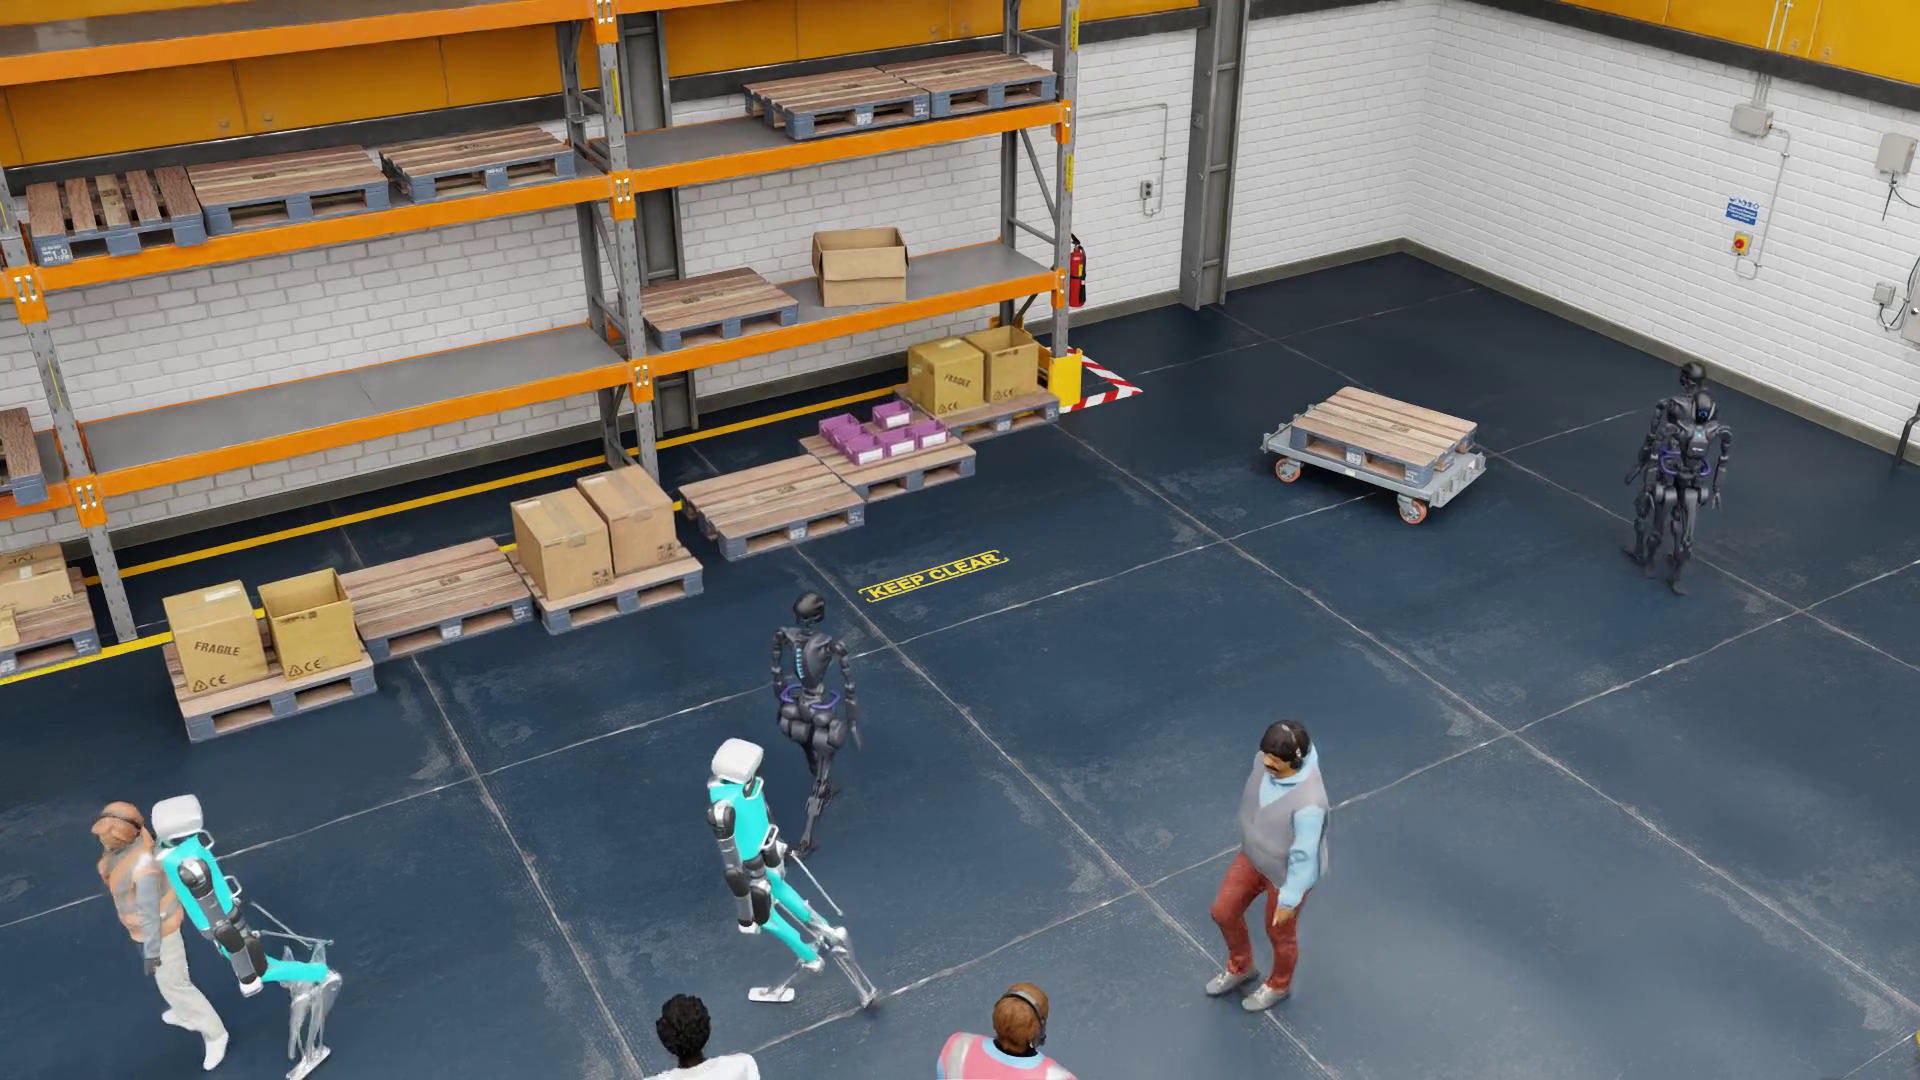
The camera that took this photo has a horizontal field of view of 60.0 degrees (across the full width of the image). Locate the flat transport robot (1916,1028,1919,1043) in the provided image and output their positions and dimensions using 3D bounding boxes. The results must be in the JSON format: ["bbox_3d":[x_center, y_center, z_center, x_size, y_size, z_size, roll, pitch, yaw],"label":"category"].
[{"bbox_3d":[5.579,2.719,8.161,1.431,0.231,0.659,5,30,10],"label":"flat transport robot"}]

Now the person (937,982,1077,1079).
[{"bbox_3d":[0.214,2.560,6.860,0.627,1.836,0.432,13,32,22],"label":"person"}]

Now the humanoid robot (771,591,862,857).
[{"bbox_3d":[-0.871,1.036,9.762,0.589,1.631,0.779,12,32,20],"label":"humanoid robot"}]

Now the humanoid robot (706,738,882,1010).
[{"bbox_3d":[-0.763,1.796,8.354,0.902,1.817,0.570,5,30,9],"label":"humanoid robot"}]

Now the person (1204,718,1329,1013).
[{"bbox_3d":[1.536,1.676,8.388,0.600,1.855,0.560,-14,32,-23],"label":"person"}]

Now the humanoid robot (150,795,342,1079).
[{"bbox_3d":[-3.365,1.946,8.110,0.751,1.860,0.548,-21,36,-33],"label":"humanoid robot"}]

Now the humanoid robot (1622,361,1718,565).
[{"bbox_3d":[5.371,-0.574,12.553,0.601,1.648,0.396,-6,30,-10],"label":"humanoid robot"}]

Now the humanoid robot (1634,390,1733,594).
[{"bbox_3d":[5.329,-0.406,12.275,0.609,1.629,0.506,4,30,7],"label":"humanoid robot"}]

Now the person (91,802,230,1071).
[{"bbox_3d":[-3.989,1.909,8.234,0.323,1.613,0.608,-18,34,-29],"label":"person"}]

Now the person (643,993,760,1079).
[{"bbox_3d":[-1.084,2.553,7.020,0.544,1.664,0.694,-9,31,-16],"label":"person"}]
